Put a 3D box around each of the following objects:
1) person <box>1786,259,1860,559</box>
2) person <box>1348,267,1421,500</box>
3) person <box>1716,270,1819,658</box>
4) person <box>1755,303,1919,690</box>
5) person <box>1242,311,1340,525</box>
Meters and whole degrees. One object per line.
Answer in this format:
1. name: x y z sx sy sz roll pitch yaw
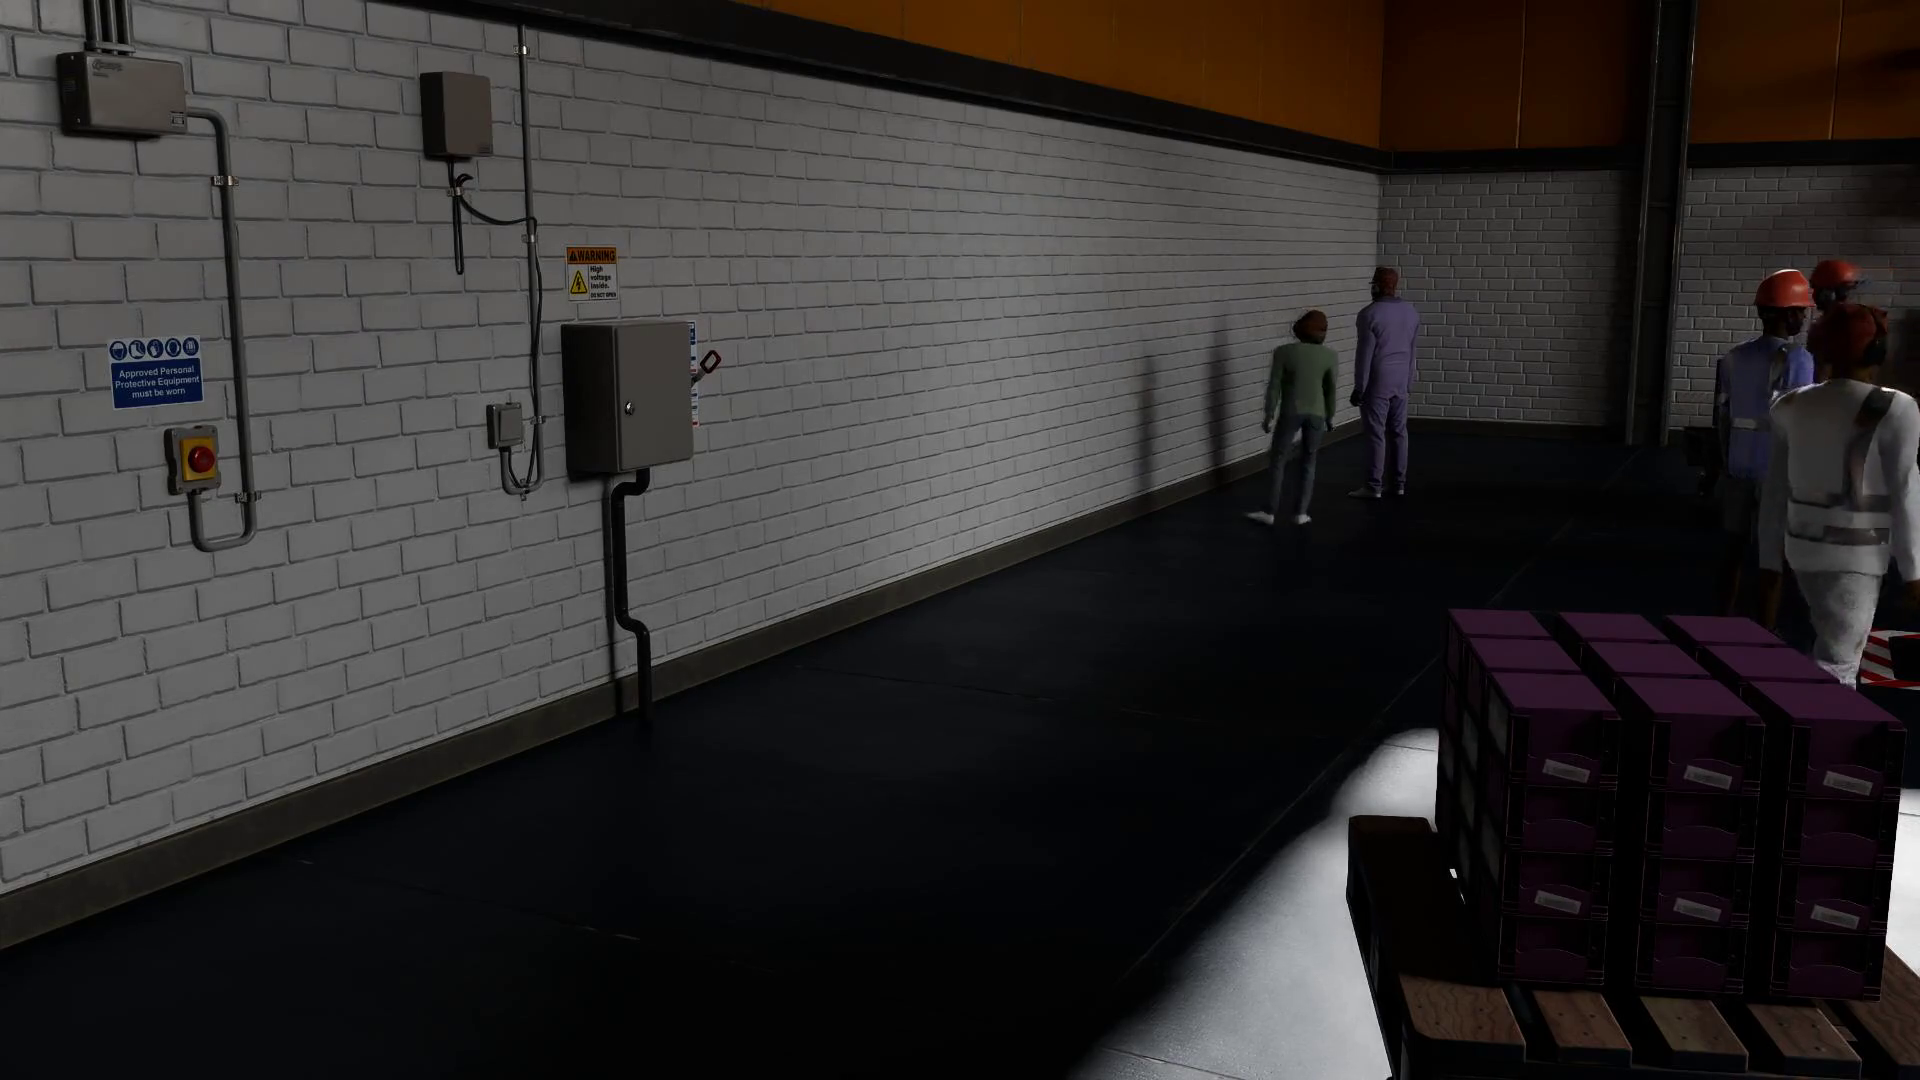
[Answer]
1. person: 5.561 -0.802 10.698 0.623 1.978 0.423 -6 11 -31
2. person: 3.462 -1.284 13.695 0.643 1.910 0.400 -6 11 -30
3. person: 3.976 -0.347 8.183 0.359 1.939 0.542 -3 10 -18
4. person: 3.142 0.065 6.059 0.886 1.852 0.575 -4 10 -20
5. person: 2.482 -0.911 12.437 0.677 1.593 0.356 0 10 1
